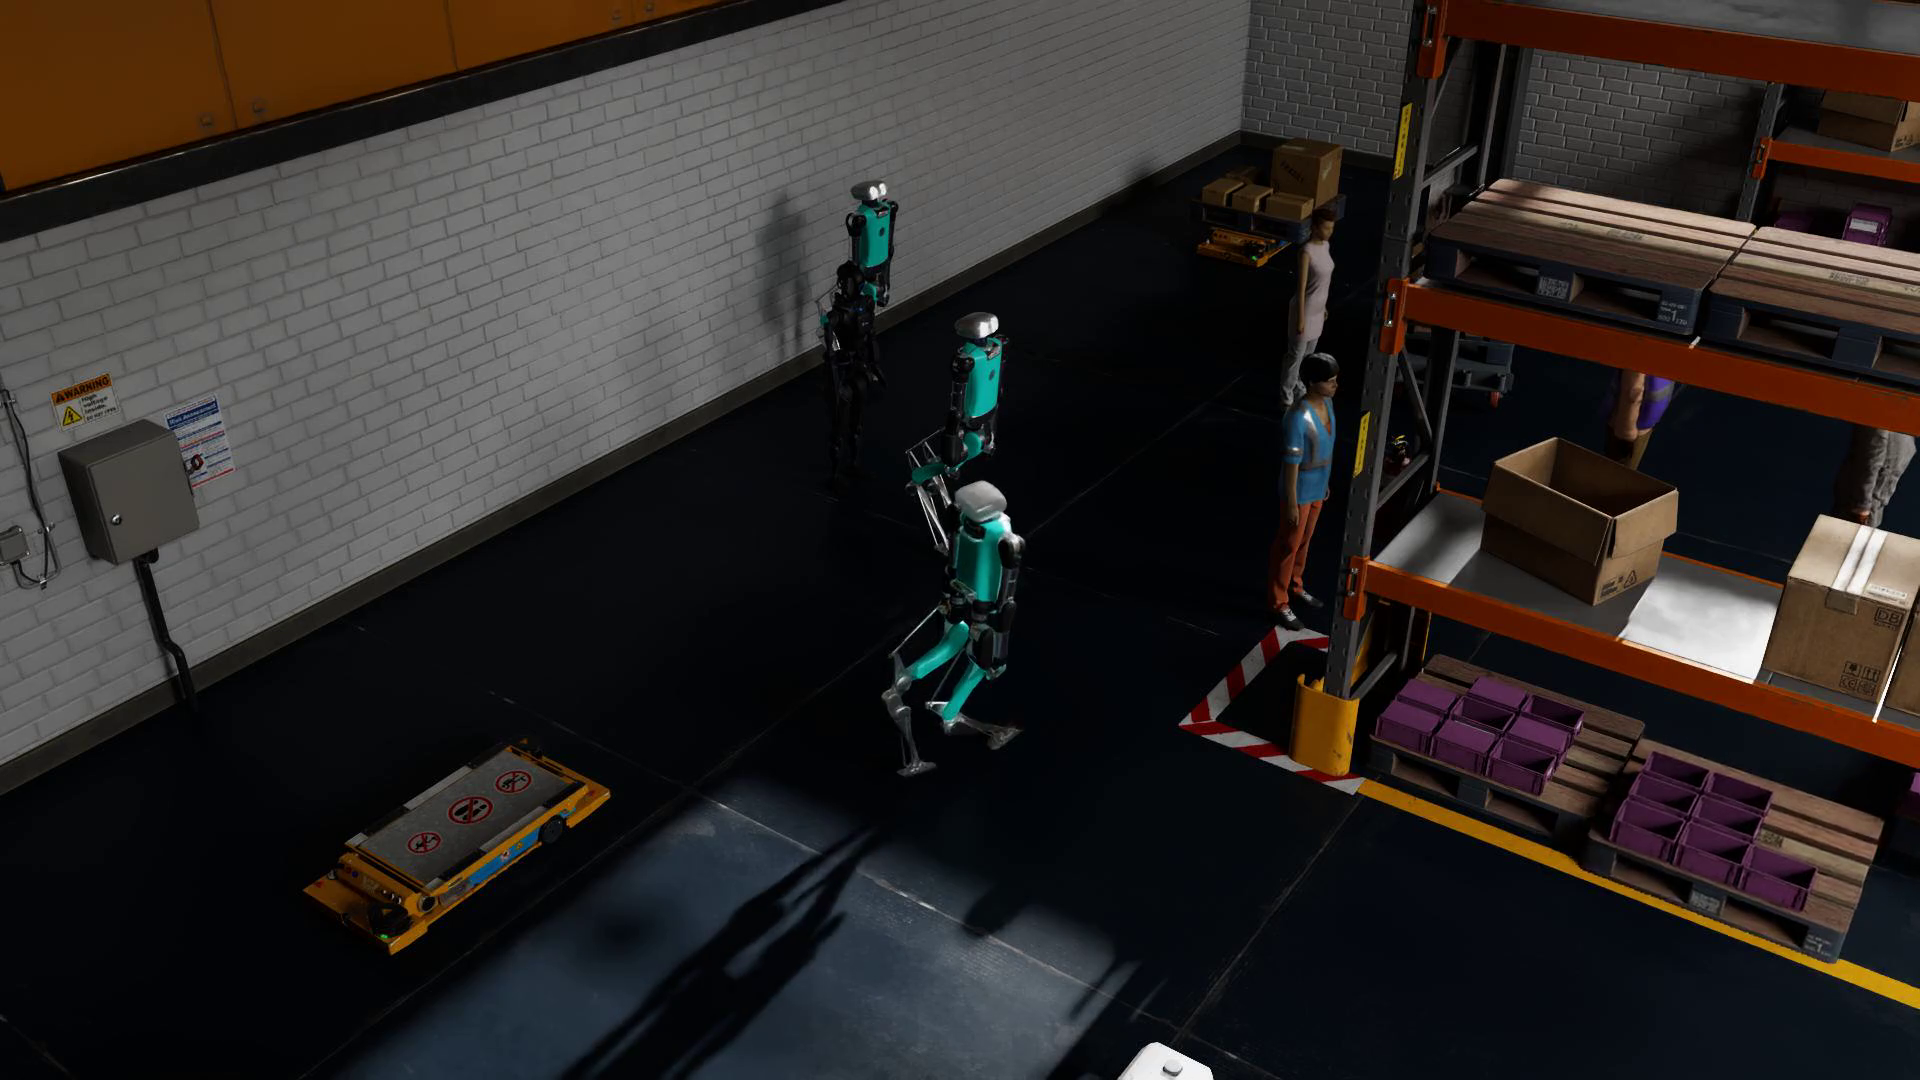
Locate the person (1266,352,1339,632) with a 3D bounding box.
[{"bbox_3d":[2.093,-0.304,10.067,0.326,1.767,0.488,19,35,30],"label":"person"}]

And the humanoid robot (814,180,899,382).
[{"bbox_3d":[-0.863,-2.002,12.908,0.735,1.677,0.533,19,35,30],"label":"humanoid robot"}]

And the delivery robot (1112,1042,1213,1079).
[{"bbox_3d":[0.714,2.367,6.619,0.499,0.566,0.739,19,35,30],"label":"delivery robot"}]

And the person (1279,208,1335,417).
[{"bbox_3d":[2.651,-1.708,12.609,0.285,1.658,0.439,19,35,30],"label":"person"}]

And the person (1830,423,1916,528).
[{"bbox_3d":[5.439,-0.290,9.981,0.367,1.833,0.503,19,35,30],"label":"person"}]

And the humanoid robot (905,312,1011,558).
[{"bbox_3d":[-0.079,-0.700,10.651,0.735,1.677,0.533,19,35,30],"label":"humanoid robot"}]

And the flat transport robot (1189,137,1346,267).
[{"bbox_3d":[2.944,-3.013,16.266,0.659,0.231,1.431,19,35,30],"label":"flat transport robot"}]

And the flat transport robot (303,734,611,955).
[{"bbox_3d":[-2.526,1.502,8.434,0.659,0.231,1.431,19,35,30],"label":"flat transport robot"}]

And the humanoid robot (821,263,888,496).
[{"bbox_3d":[-0.756,-1.142,11.598,0.315,1.655,0.599,19,35,30],"label":"humanoid robot"}]

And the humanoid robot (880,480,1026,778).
[{"bbox_3d":[-0.064,0.553,8.632,1.045,1.741,0.547,-21,36,-32],"label":"humanoid robot"}]

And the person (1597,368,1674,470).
[{"bbox_3d":[4.330,-0.771,10.714,0.409,1.931,0.530,19,35,30],"label":"person"}]
